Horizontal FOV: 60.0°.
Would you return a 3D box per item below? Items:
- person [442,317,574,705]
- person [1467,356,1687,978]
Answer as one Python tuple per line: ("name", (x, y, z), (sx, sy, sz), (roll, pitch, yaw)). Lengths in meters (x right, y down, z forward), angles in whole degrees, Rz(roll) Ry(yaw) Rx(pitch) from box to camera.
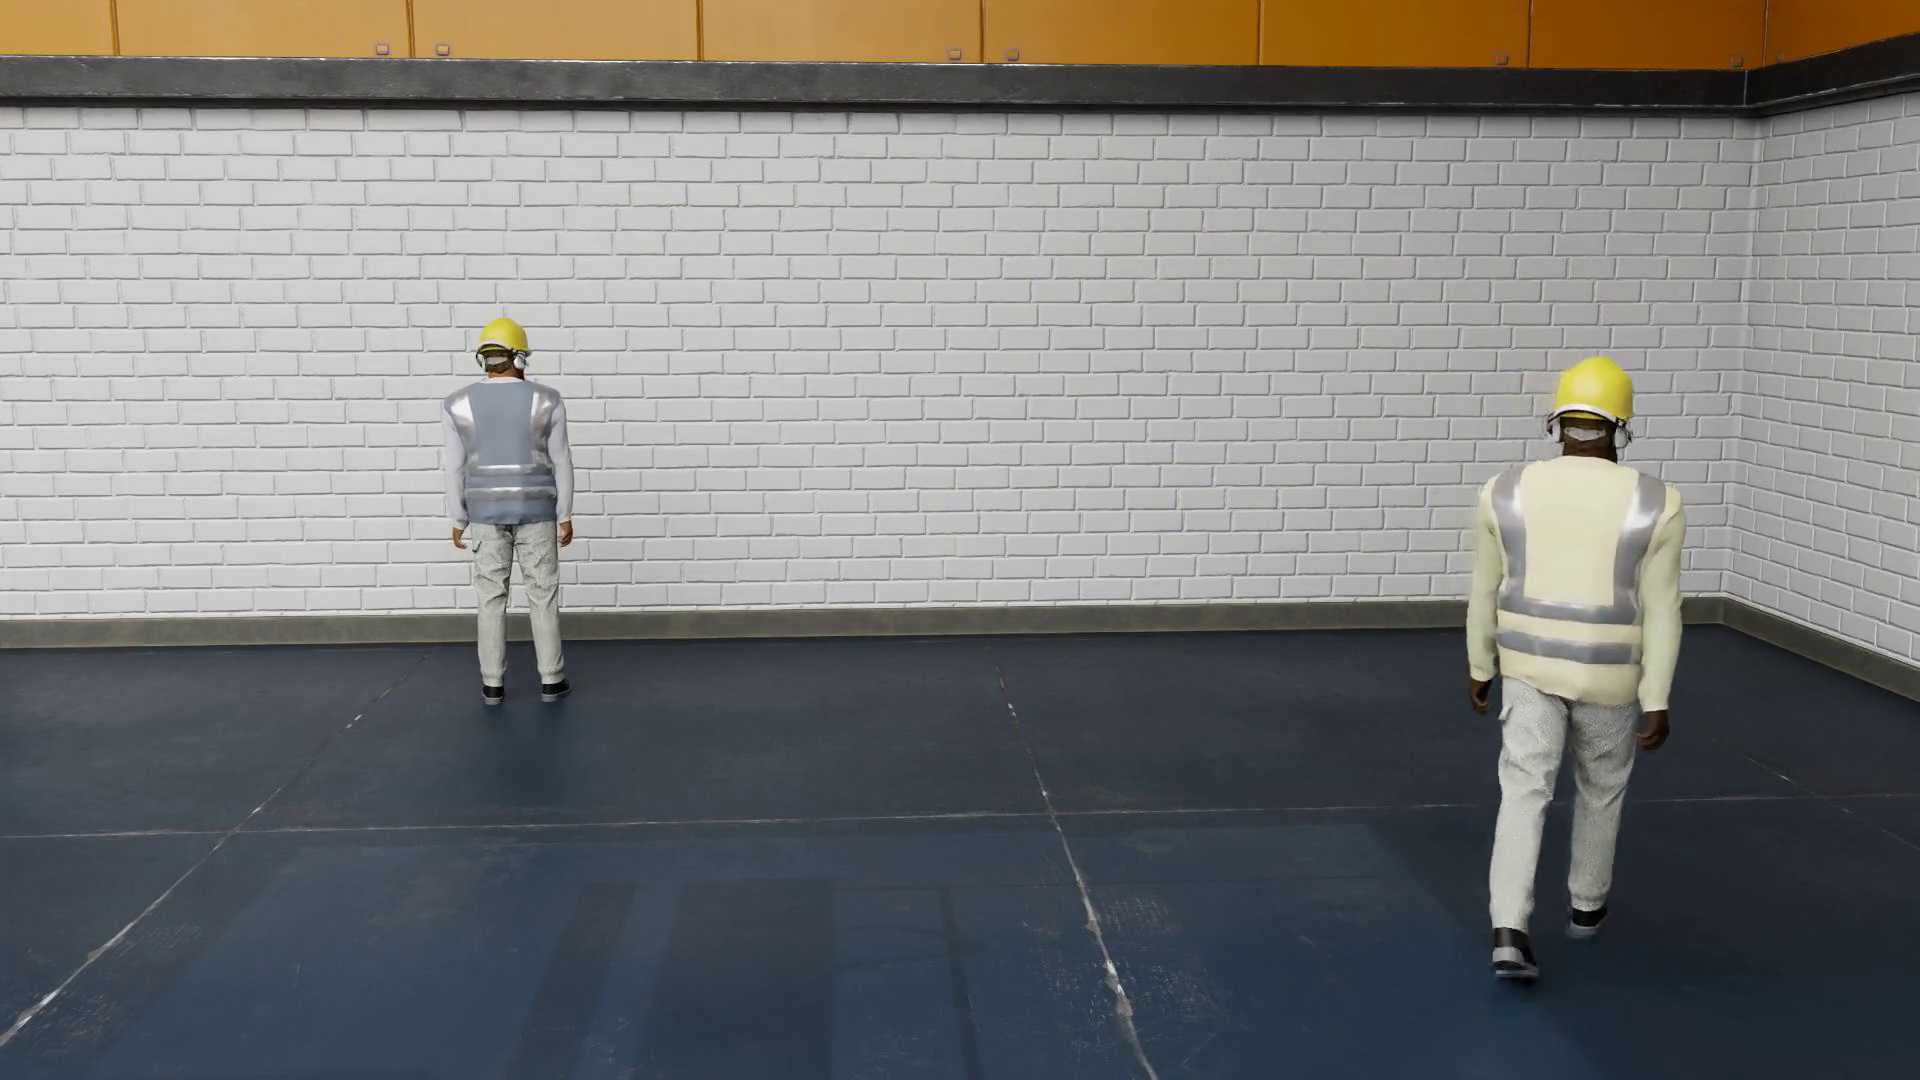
("person", (-2.113, -0.130, 7.852), (0.586, 1.824, 0.404), (-1, 9, -8))
("person", (1.765, 0.366, 4.833), (0.599, 1.798, 0.882), (5, 10, 29))
